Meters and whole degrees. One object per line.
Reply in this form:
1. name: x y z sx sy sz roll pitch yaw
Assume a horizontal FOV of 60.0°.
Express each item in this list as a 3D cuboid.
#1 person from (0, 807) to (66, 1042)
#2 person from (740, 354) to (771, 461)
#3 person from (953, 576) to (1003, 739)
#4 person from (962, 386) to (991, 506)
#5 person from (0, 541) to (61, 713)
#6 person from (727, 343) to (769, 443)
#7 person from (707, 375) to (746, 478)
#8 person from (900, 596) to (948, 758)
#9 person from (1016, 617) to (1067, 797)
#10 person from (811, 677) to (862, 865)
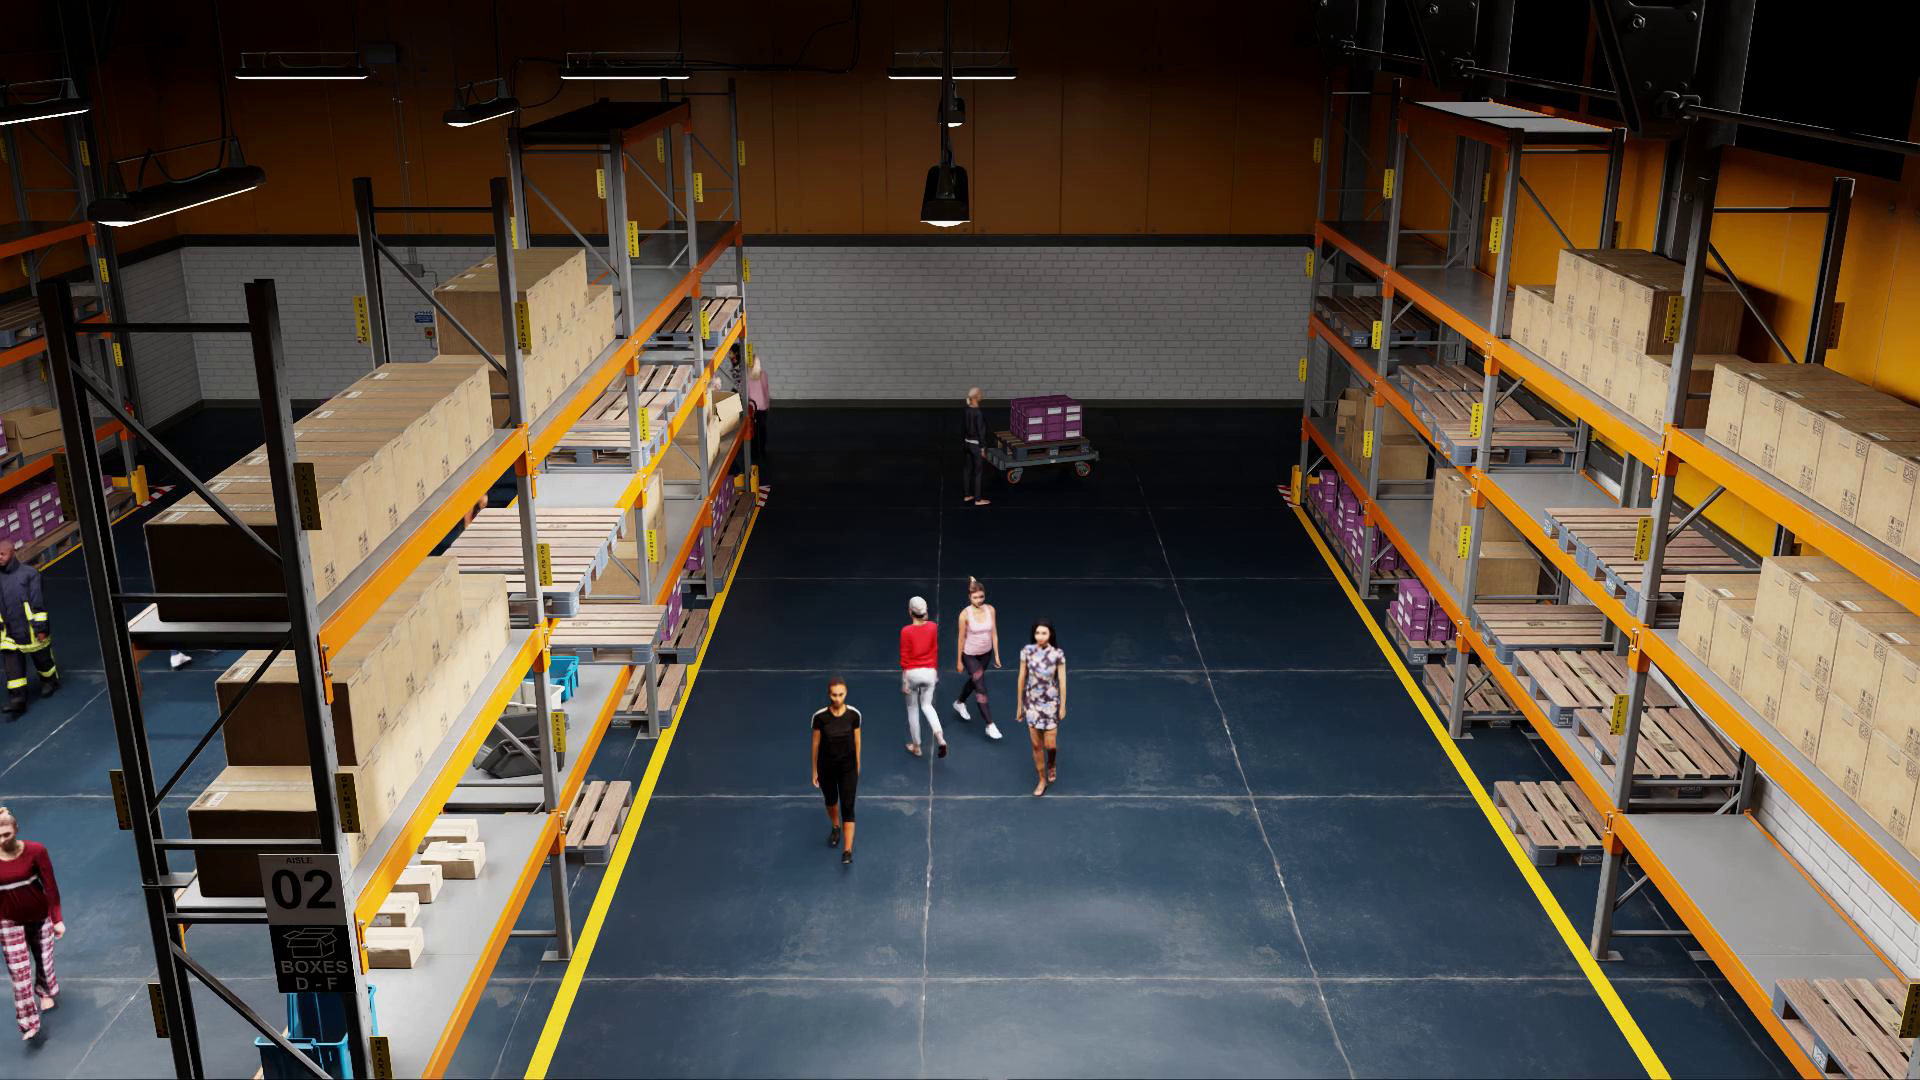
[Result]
1. person: -6.767 2.703 12.068 0.910 1.672 1.079 -10 21 -27
2. person: -3.217 -2.086 26.287 0.682 1.673 0.676 -5 19 -15
3. person: 0.125 1.140 16.790 0.964 1.621 1.153 -12 22 -32
4. person: 0.211 -1.386 24.126 0.743 1.726 0.648 -13 22 -33
5. person: -9.767 0.848 17.405 0.834 1.782 1.210 -2 19 -6
6. person: -3.443 -2.285 26.785 1.074 1.734 1.173 -9 21 -26
7. person: -3.783 -1.618 24.906 0.694 1.667 1.082 1 19 3
8. person: -0.352 1.363 16.034 0.804 1.681 0.962 -10 21 -28
9. person: 0.783 1.518 15.505 0.683 1.725 0.736 5 19 14
10. person: -1.080 1.932 14.429 0.599 1.627 1.051 -1 19 -2
